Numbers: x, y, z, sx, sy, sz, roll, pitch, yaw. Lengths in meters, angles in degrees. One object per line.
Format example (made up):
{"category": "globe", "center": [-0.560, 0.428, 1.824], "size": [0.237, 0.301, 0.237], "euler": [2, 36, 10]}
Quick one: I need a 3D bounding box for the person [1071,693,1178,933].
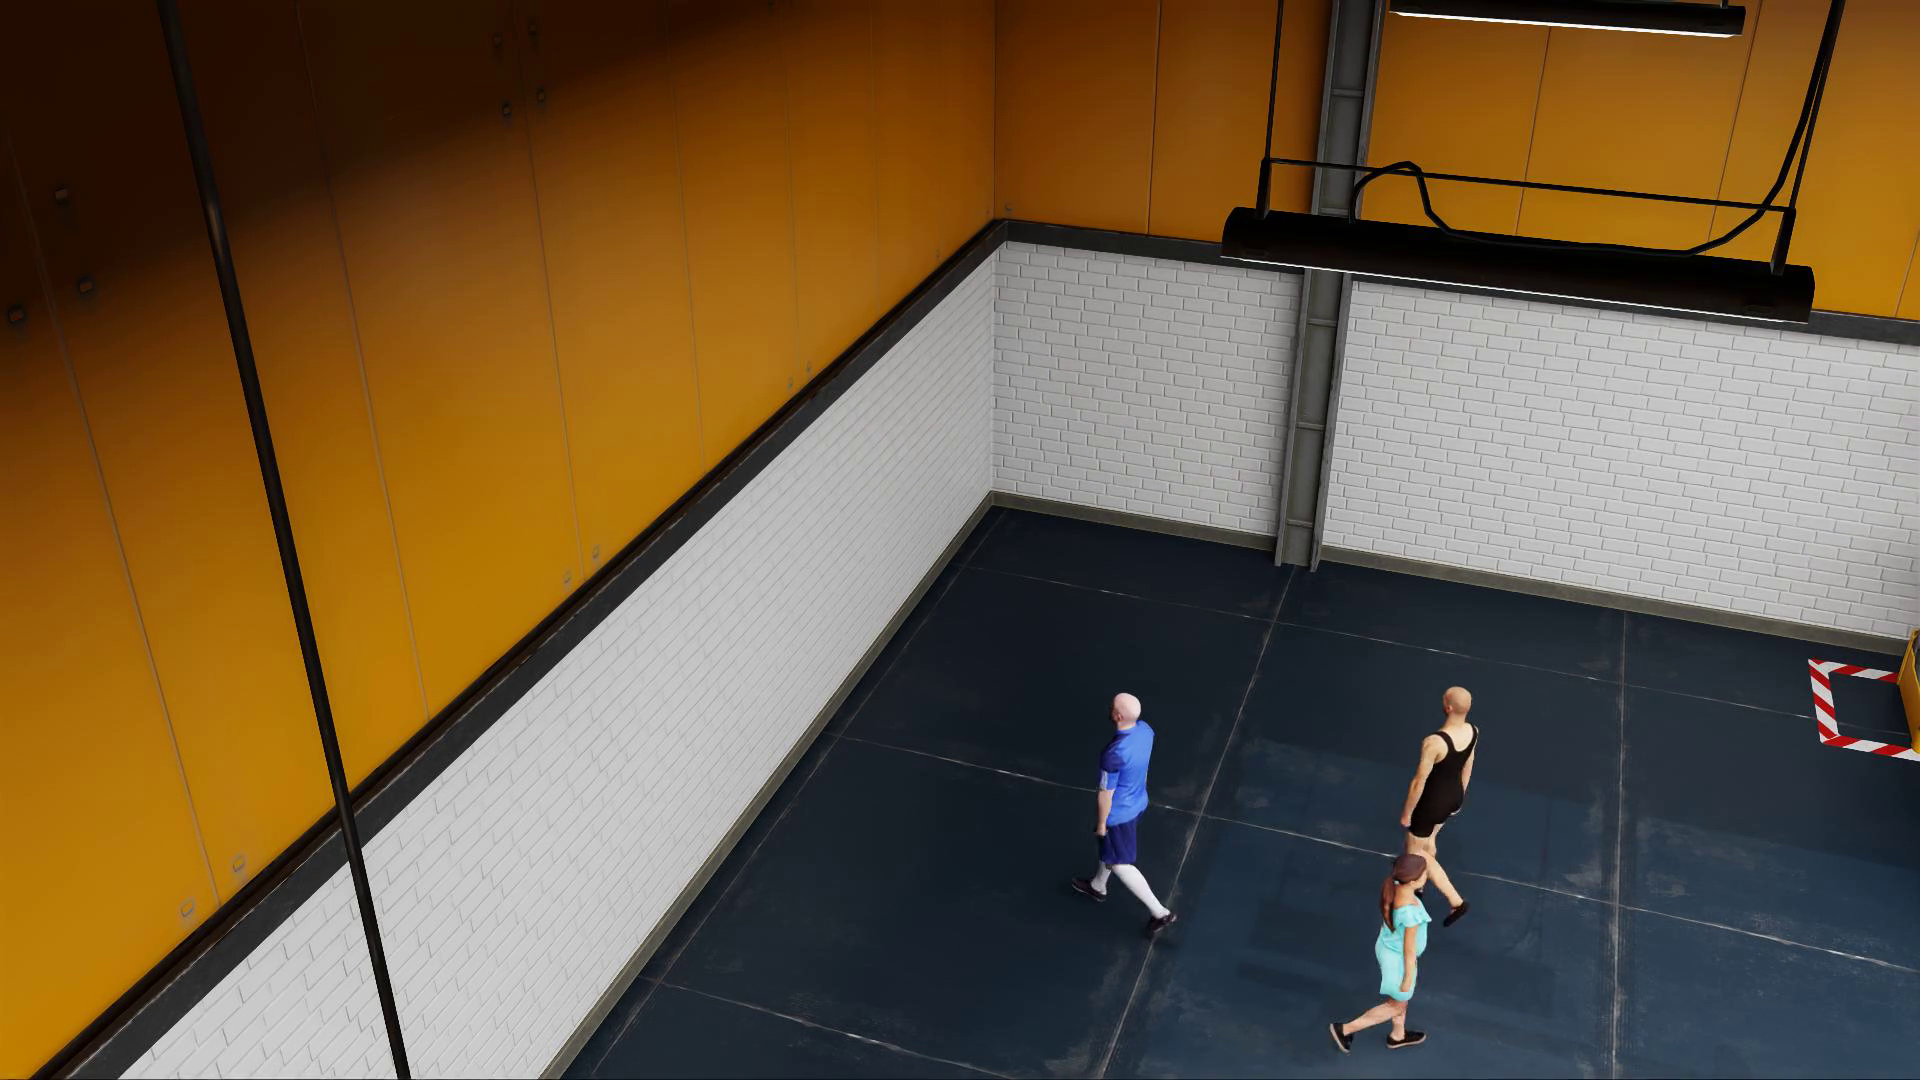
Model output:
{"category": "person", "center": [1.148, 1.848, 11.221], "size": [1.206, 1.815, 0.875], "euler": [18, 34, 30]}

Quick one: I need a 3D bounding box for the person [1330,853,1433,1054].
{"category": "person", "center": [2.626, 2.562, 10.194], "size": [0.991, 1.544, 0.818], "euler": [-5, 29, -9]}

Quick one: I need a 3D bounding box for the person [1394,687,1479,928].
{"category": "person", "center": [3.291, 1.828, 11.275], "size": [0.966, 1.798, 1.076], "euler": [-18, 33, -29]}
